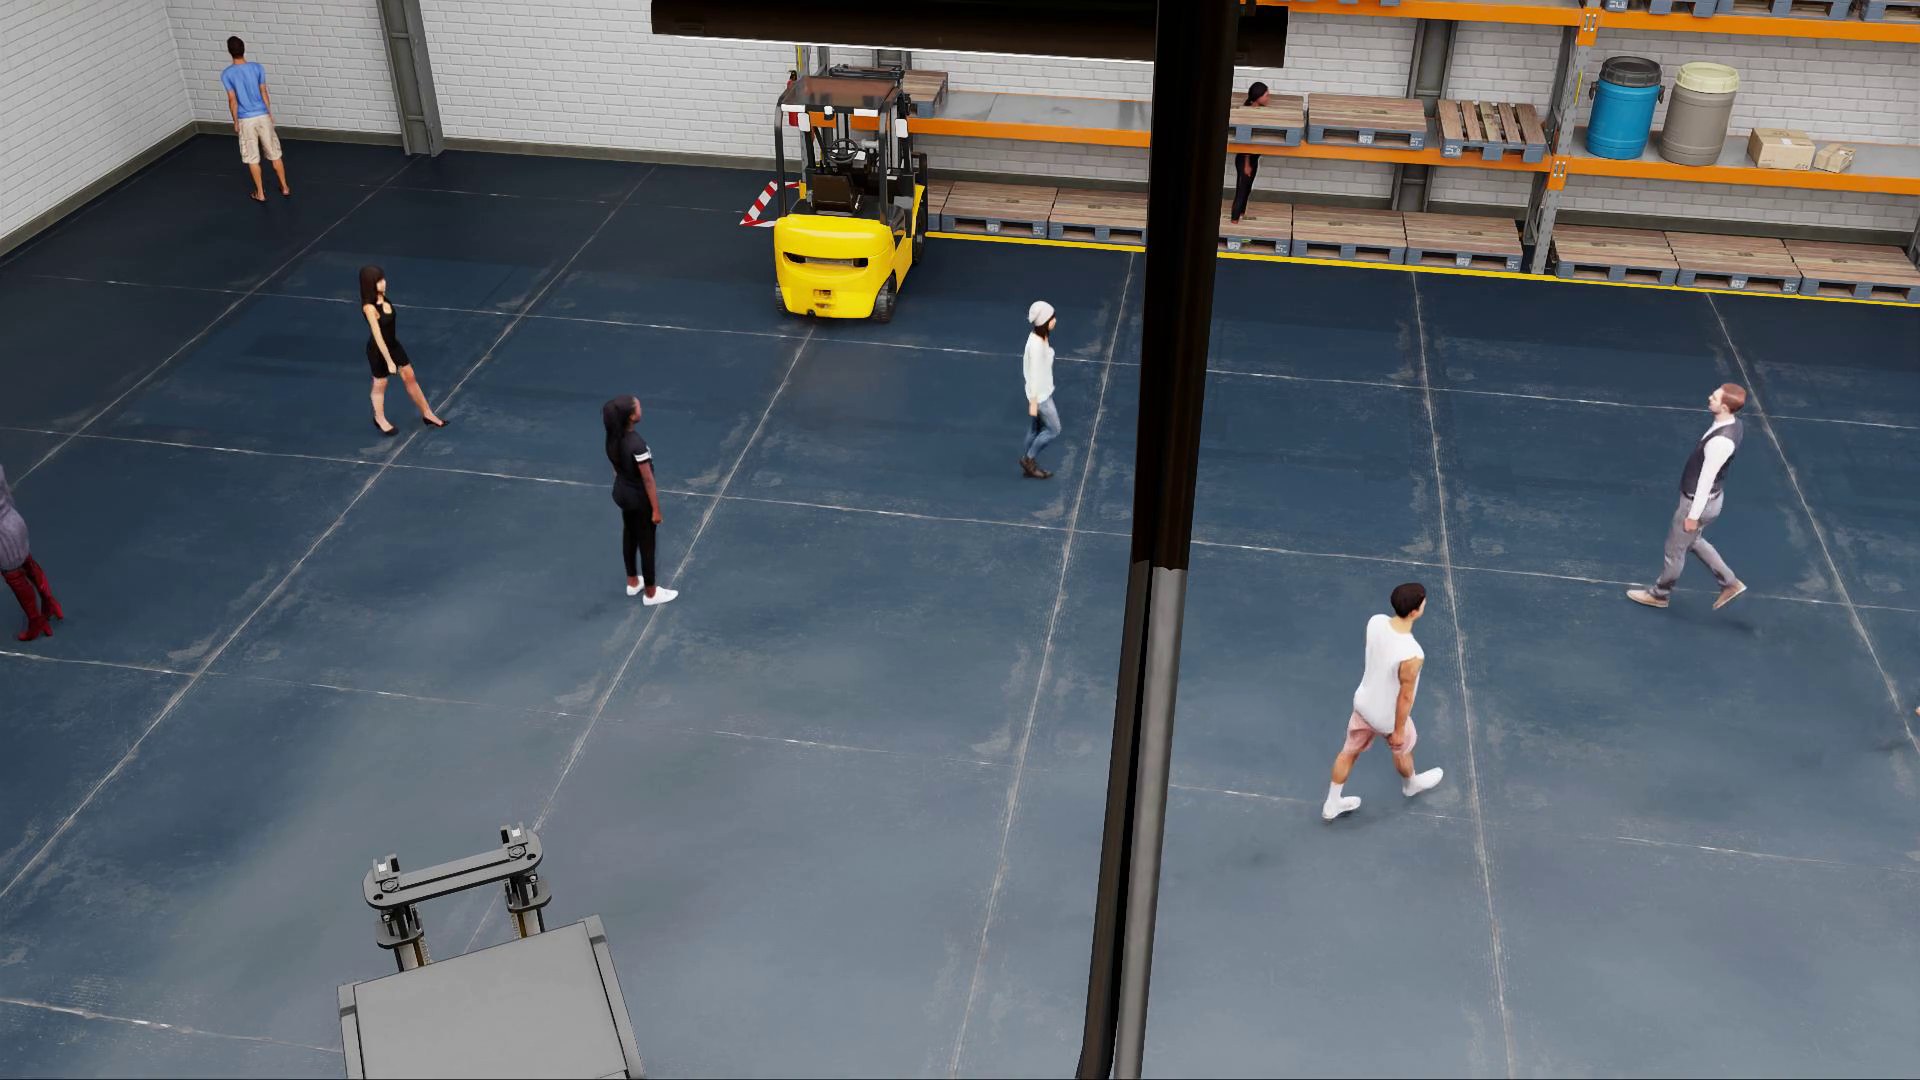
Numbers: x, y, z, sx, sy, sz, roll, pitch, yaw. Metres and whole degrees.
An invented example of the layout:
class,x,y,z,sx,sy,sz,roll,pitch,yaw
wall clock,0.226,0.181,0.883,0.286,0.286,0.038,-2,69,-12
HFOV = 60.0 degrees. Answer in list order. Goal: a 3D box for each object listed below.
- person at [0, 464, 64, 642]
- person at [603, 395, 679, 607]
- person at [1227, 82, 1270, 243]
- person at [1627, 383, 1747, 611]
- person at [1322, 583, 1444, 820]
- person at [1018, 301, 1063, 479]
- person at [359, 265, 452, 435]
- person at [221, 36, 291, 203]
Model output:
class,x,y,z,sx,sy,sz,roll,pitch,yaw
person,-6.849,-0.031,11.996,0.585,1.709,0.648,-2,34,-3
person,-2.411,-0.310,12.396,0.762,1.729,0.677,-27,42,-34
person,3.122,-4.130,18.121,0.574,1.754,0.597,13,36,18
person,5.498,-0.252,12.142,1.115,1.914,0.884,18,37,25
person,2.556,1.052,10.340,1.199,1.737,1.049,-15,36,-21
person,0.587,-1.235,13.866,0.589,1.642,0.604,4,34,6
person,-5.087,-1.621,14.467,0.918,1.621,0.653,2,34,4
person,-8.100,-4.833,19.080,0.728,1.864,0.780,-23,40,-30
